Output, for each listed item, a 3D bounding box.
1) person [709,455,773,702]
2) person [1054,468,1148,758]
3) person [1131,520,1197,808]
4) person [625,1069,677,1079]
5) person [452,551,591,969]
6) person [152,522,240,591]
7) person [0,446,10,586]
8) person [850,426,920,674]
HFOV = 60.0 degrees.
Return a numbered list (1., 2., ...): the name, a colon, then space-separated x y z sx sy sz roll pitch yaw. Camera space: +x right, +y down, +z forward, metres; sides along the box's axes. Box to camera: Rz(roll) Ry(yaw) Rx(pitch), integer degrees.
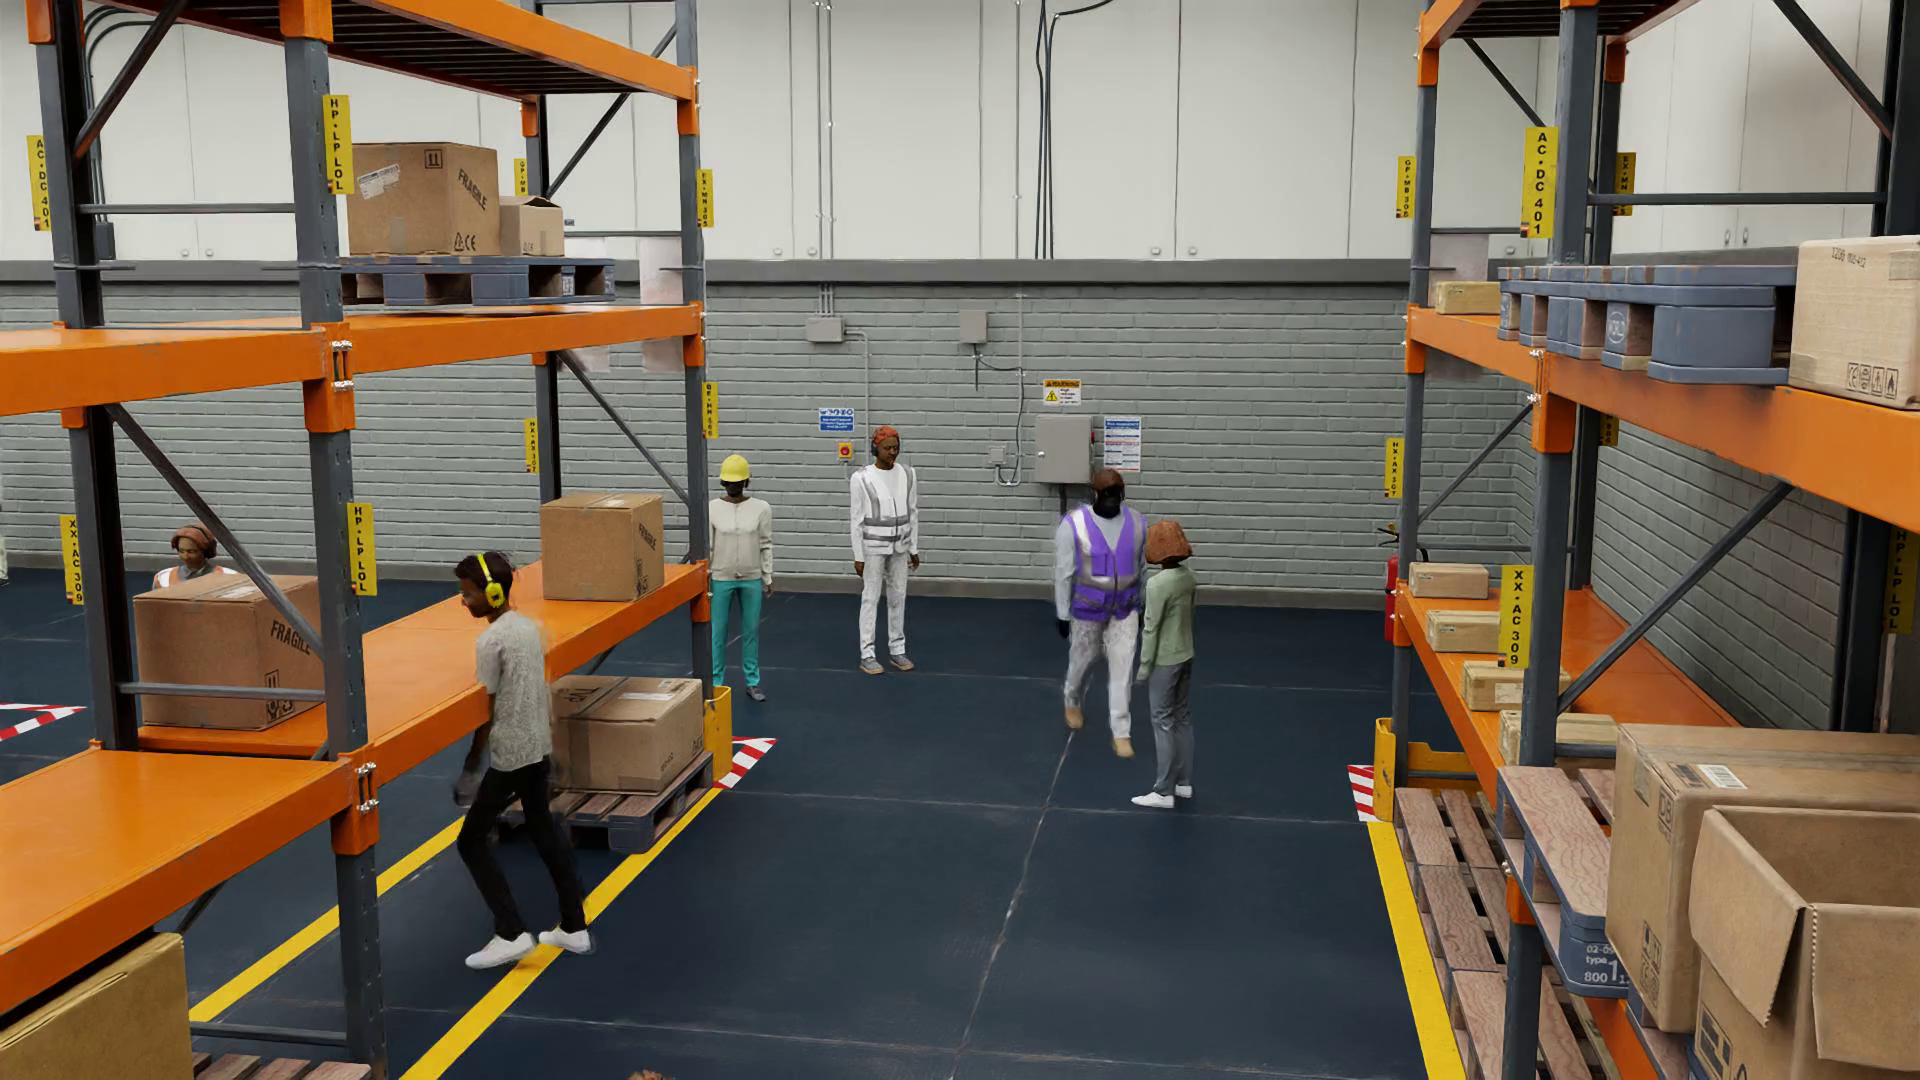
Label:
1. person: -1.558 0.277 11.638 0.528 1.765 0.328 -3 10 -18
2. person: 0.889 0.418 10.677 0.635 1.809 0.903 -2 9 -13
3. person: 1.181 0.700 9.450 0.272 1.630 0.502 6 11 33
4. person: -0.522 1.753 2.960 0.519 1.617 0.524 0 9 -3
5. person: -1.926 0.958 7.195 0.575 1.839 0.574 1 9 9
6. person: -4.253 0.712 9.341 0.514 1.639 0.310 -2 9 -11
7. person: -9.423 -0.407 15.931 0.578 1.738 0.354 3 10 18
8. person: -0.566 0.075 12.559 0.568 1.878 0.351 -6 11 -35
